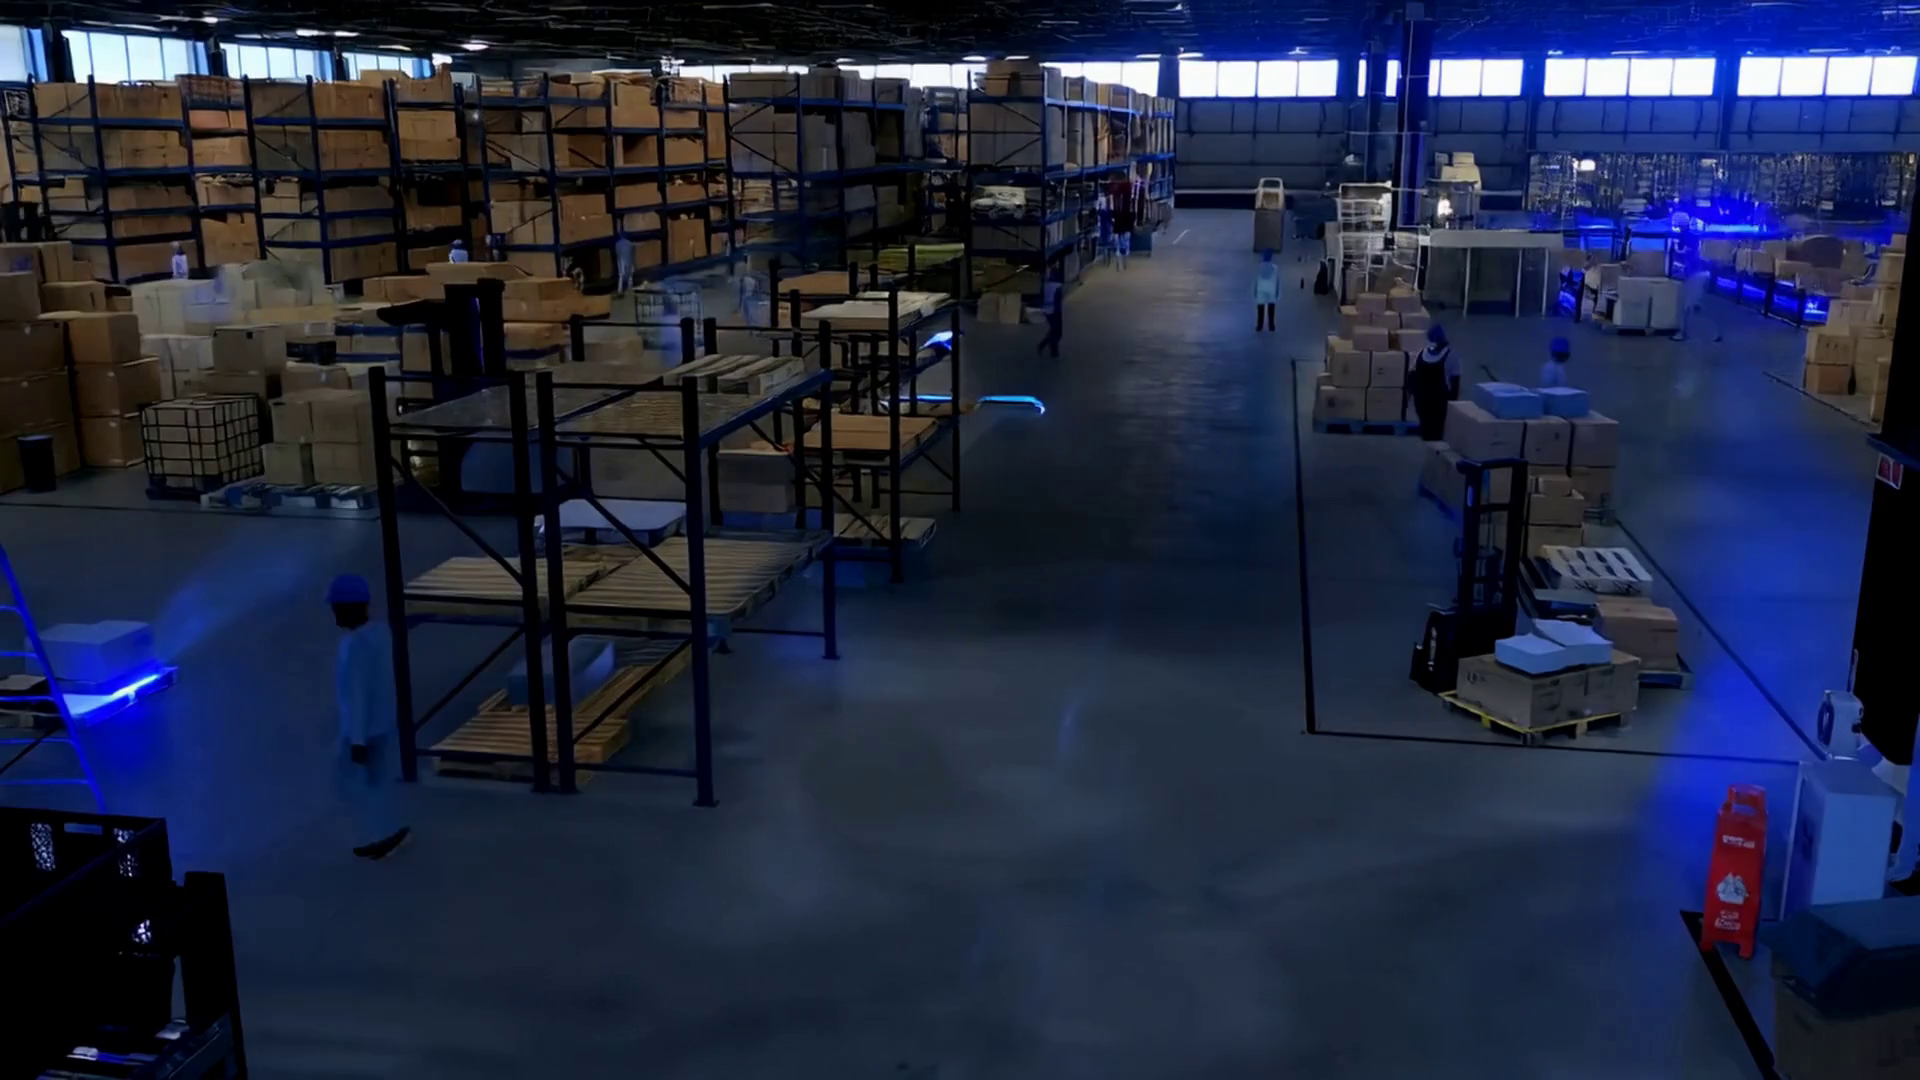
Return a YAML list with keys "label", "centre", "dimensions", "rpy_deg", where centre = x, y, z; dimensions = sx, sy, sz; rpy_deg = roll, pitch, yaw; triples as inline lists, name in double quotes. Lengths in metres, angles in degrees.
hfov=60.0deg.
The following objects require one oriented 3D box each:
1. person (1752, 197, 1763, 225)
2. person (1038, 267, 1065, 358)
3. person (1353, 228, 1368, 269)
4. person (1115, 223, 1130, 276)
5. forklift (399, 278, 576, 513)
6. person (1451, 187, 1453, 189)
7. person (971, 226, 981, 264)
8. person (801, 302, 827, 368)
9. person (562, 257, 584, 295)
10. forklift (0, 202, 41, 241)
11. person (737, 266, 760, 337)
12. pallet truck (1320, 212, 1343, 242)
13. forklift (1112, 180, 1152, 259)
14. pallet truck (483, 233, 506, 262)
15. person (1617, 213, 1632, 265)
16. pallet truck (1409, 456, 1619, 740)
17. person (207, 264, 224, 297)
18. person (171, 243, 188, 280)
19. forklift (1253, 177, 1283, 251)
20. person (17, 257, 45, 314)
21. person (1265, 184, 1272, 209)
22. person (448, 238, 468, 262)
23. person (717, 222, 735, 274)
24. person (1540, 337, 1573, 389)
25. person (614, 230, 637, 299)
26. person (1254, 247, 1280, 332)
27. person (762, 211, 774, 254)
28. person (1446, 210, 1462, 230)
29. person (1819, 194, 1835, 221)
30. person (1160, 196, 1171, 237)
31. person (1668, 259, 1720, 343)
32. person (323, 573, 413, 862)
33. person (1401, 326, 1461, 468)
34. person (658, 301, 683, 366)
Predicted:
- label: "person"
  centre: [34.394, -13.947, 71.997]
  dimensions: [0.770, 1.815, 0.585]
  rpy_deg: [3, 14, 12]
- label: "person"
  centre: [1.884, -4.639, 34.066]
  dimensions: [0.540, 1.898, 0.623]
  rpy_deg: [-6, 15, -21]
- label: "person"
  centre: [13.218, -9.671, 55.116]
  dimensions: [0.812, 1.598, 0.507]
  rpy_deg: [-9, 17, -33]
- label: "person"
  centre: [5.244, -9.357, 53.625]
  dimensions: [0.540, 1.697, 0.318]
  rpy_deg: [13, 19, 43]
- label: "forklift"
  centre: [-5.862, -1.786, 20.454]
  dimensions: [1.873, 2.768, 1.129]
  rpy_deg: [3, 14, 10]
- label: "person"
  centre: [26.848, -18.675, 91.393]
  dimensions: [0.379, 1.735, 0.568]
  rpy_deg: [3, 14, 10]
- label: "person"
  centre: [0.548, -10.547, 58.318]
  dimensions: [0.533, 1.767, 0.321]
  rpy_deg: [12, 18, 40]
- label: "person"
  centre: [-2.669, -3.722, 30.383]
  dimensions: [0.531, 1.876, 0.322]
  rpy_deg: [3, 14, 10]
- label: "person"
  centre: [-9.359, -6.022, 40.232]
  dimensions: [0.525, 1.631, 0.313]
  rpy_deg: [0, 14, -2]
- label: "forklift"
  centre: [-23.743, -7.149, 42.230]
  dimensions: [1.873, 2.768, 1.129]
  rpy_deg: [3, 14, 10]
- label: "person"
  centre: [-4.801, -5.429, 37.865]
  dimensions: [0.523, 1.606, 0.808]
  rpy_deg: [-4, 15, -18]
- label: "pallet truck"
  centre: [15.874, -13.227, 70.310]
  dimensions: [0.680, 1.201, 1.601]
  rpy_deg: [10, 17, 35]
- label: "forklift"
  centre: [6.082, -11.722, 60.796]
  dimensions: [1.873, 2.768, 1.129]
  rpy_deg: [2, 14, 9]
- label: "pallet truck"
  centre: [-11.832, -7.026, 43.548]
  dimensions: [1.885, 1.965, 0.823]
  rpy_deg: [8, 16, 28]
- label: "person"
  centre: [23.196, -10.511, 58.068]
  dimensions: [0.403, 1.820, 0.603]
  rpy_deg: [9, 16, 32]
- label: "pallet truck"
  centre: [4.504, 0.400, 13.395]
  dimensions: [0.823, 1.965, 1.885]
  rpy_deg: [-6, 15, -23]
- label: "person"
  centre: [-16.759, -5.380, 37.507]
  dimensions: [0.410, 1.680, 0.544]
  rpy_deg: [-10, 17, -35]
- label: "person"
  centre: [-19.082, -6.343, 40.935]
  dimensions: [0.707, 1.911, 0.575]
  rpy_deg: [1, 14, 6]
- label: "forklift"
  centre: [12.083, -12.747, 64.956]
  dimensions: [1.129, 2.768, 1.873]
  rpy_deg: [3, 14, 10]
- label: "person"
  centre: [-20.412, -5.249, 36.487]
  dimensions: [0.454, 1.918, 0.651]
  rpy_deg: [-1, 14, -2]
- label: "person"
  centre: [15.381, -16.722, 82.918]
  dimensions: [0.382, 1.995, 0.612]
  rpy_deg: [8, 16, 28]
- label: "person"
  centre: [-12.944, -6.855, 43.069]
  dimensions: [0.539, 1.905, 0.891]
  rpy_deg: [-10, 17, -35]
- label: "person"
  centre: [-7.653, -9.546, 54.430]
  dimensions: [0.545, 1.676, 0.617]
  rpy_deg: [4, 14, 17]
- label: "person"
  centre: [7.931, -1.803, 22.510]
  dimensions: [0.656, 1.919, 0.550]
  rpy_deg: [12, 18, 40]
- label: "person"
  centre: [-9.293, -7.630, 46.163]
  dimensions: [0.636, 1.924, 0.678]
  rpy_deg: [2, 14, 10]
- label: "person"
  centre: [7.160, -5.842, 38.820]
  dimensions: [0.603, 1.959, 0.376]
  rpy_deg: [4, 14, 15]
- label: "person"
  centre: [-7.265, -11.671, 63.154]
  dimensions: [0.499, 1.633, 0.284]
  rpy_deg: [-1, 14, -4]
- label: "person"
  centre: [16.423, -9.945, 55.304]
  dimensions: [0.607, 2.044, 0.377]
  rpy_deg: [-4, 15, -17]
- label: "person"
  centre: [39.318, -14.784, 75.431]
  dimensions: [0.608, 1.808, 0.615]
  rpy_deg: [4, 14, 14]
- label: "person"
  centre: [9.129, -14.348, 73.766]
  dimensions: [0.327, 1.761, 0.522]
  rpy_deg: [-10, 17, -36]
- label: "person"
  centre: [16.429, -5.304, 36.921]
  dimensions: [1.048, 1.841, 0.682]
  rpy_deg: [0, 14, 2]
- label: "person"
  centre: [-3.790, 1.142, 10.564]
  dimensions: [0.419, 1.908, 0.607]
  rpy_deg: [0, 14, -2]
- label: "person"
  centre: [6.478, -1.987, 23.000]
  dimensions: [0.705, 2.000, 1.006]
  rpy_deg: [10, 17, 36]
- label: "person"
  centre: [-4.897, -3.145, 28.198]
  dimensions: [0.628, 1.814, 0.907]
  rpy_deg: [10, 17, 36]
